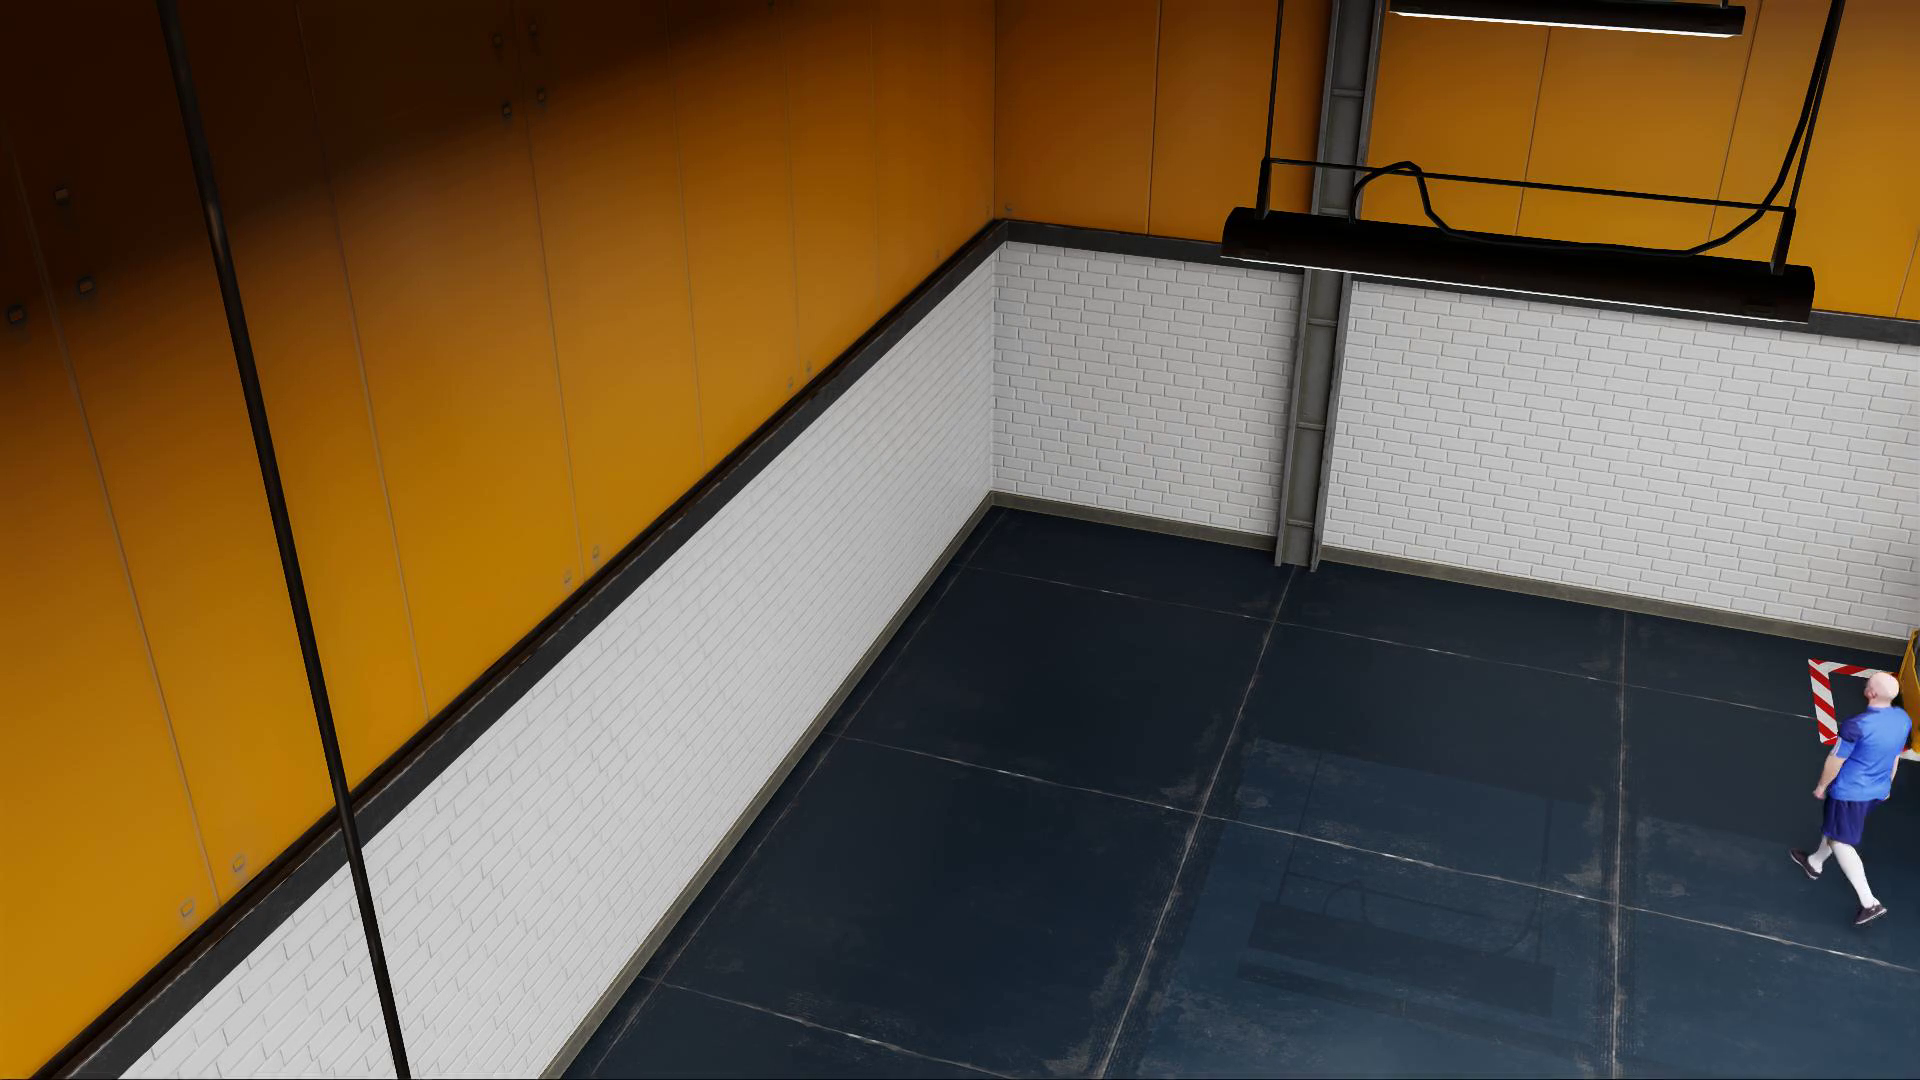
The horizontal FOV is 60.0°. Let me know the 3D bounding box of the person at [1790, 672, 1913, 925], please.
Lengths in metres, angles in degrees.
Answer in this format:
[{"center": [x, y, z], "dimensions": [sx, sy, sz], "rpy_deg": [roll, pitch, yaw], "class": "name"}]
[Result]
[{"center": [6.194, 1.767, 11.373], "dimensions": [1.202, 1.812, 1.192], "rpy_deg": [-9, 30, -16], "class": "person"}]
